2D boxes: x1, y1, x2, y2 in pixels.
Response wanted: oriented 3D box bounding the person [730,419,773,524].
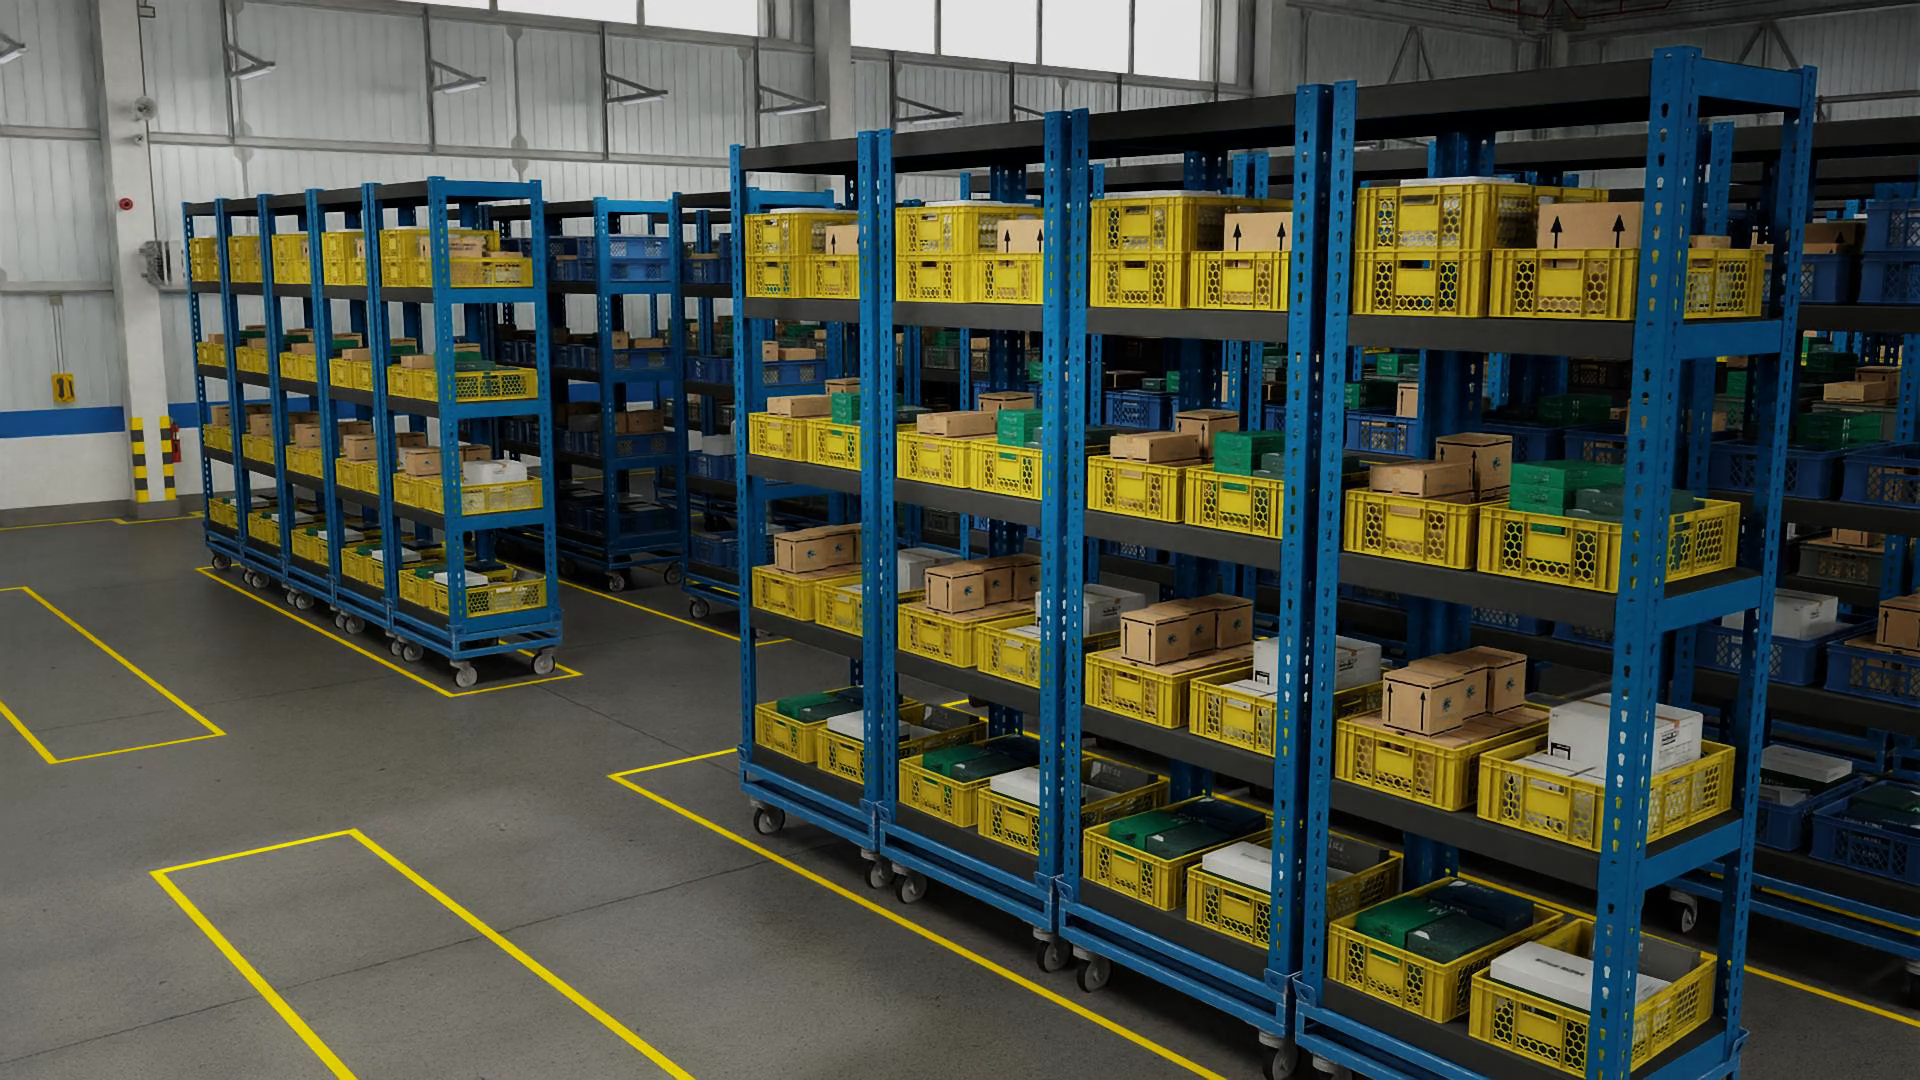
[{"bbox_3d":[-2.047,-0.599,16.331,0.596,1.837,0.404,5,11,29],"label":"person"}]
